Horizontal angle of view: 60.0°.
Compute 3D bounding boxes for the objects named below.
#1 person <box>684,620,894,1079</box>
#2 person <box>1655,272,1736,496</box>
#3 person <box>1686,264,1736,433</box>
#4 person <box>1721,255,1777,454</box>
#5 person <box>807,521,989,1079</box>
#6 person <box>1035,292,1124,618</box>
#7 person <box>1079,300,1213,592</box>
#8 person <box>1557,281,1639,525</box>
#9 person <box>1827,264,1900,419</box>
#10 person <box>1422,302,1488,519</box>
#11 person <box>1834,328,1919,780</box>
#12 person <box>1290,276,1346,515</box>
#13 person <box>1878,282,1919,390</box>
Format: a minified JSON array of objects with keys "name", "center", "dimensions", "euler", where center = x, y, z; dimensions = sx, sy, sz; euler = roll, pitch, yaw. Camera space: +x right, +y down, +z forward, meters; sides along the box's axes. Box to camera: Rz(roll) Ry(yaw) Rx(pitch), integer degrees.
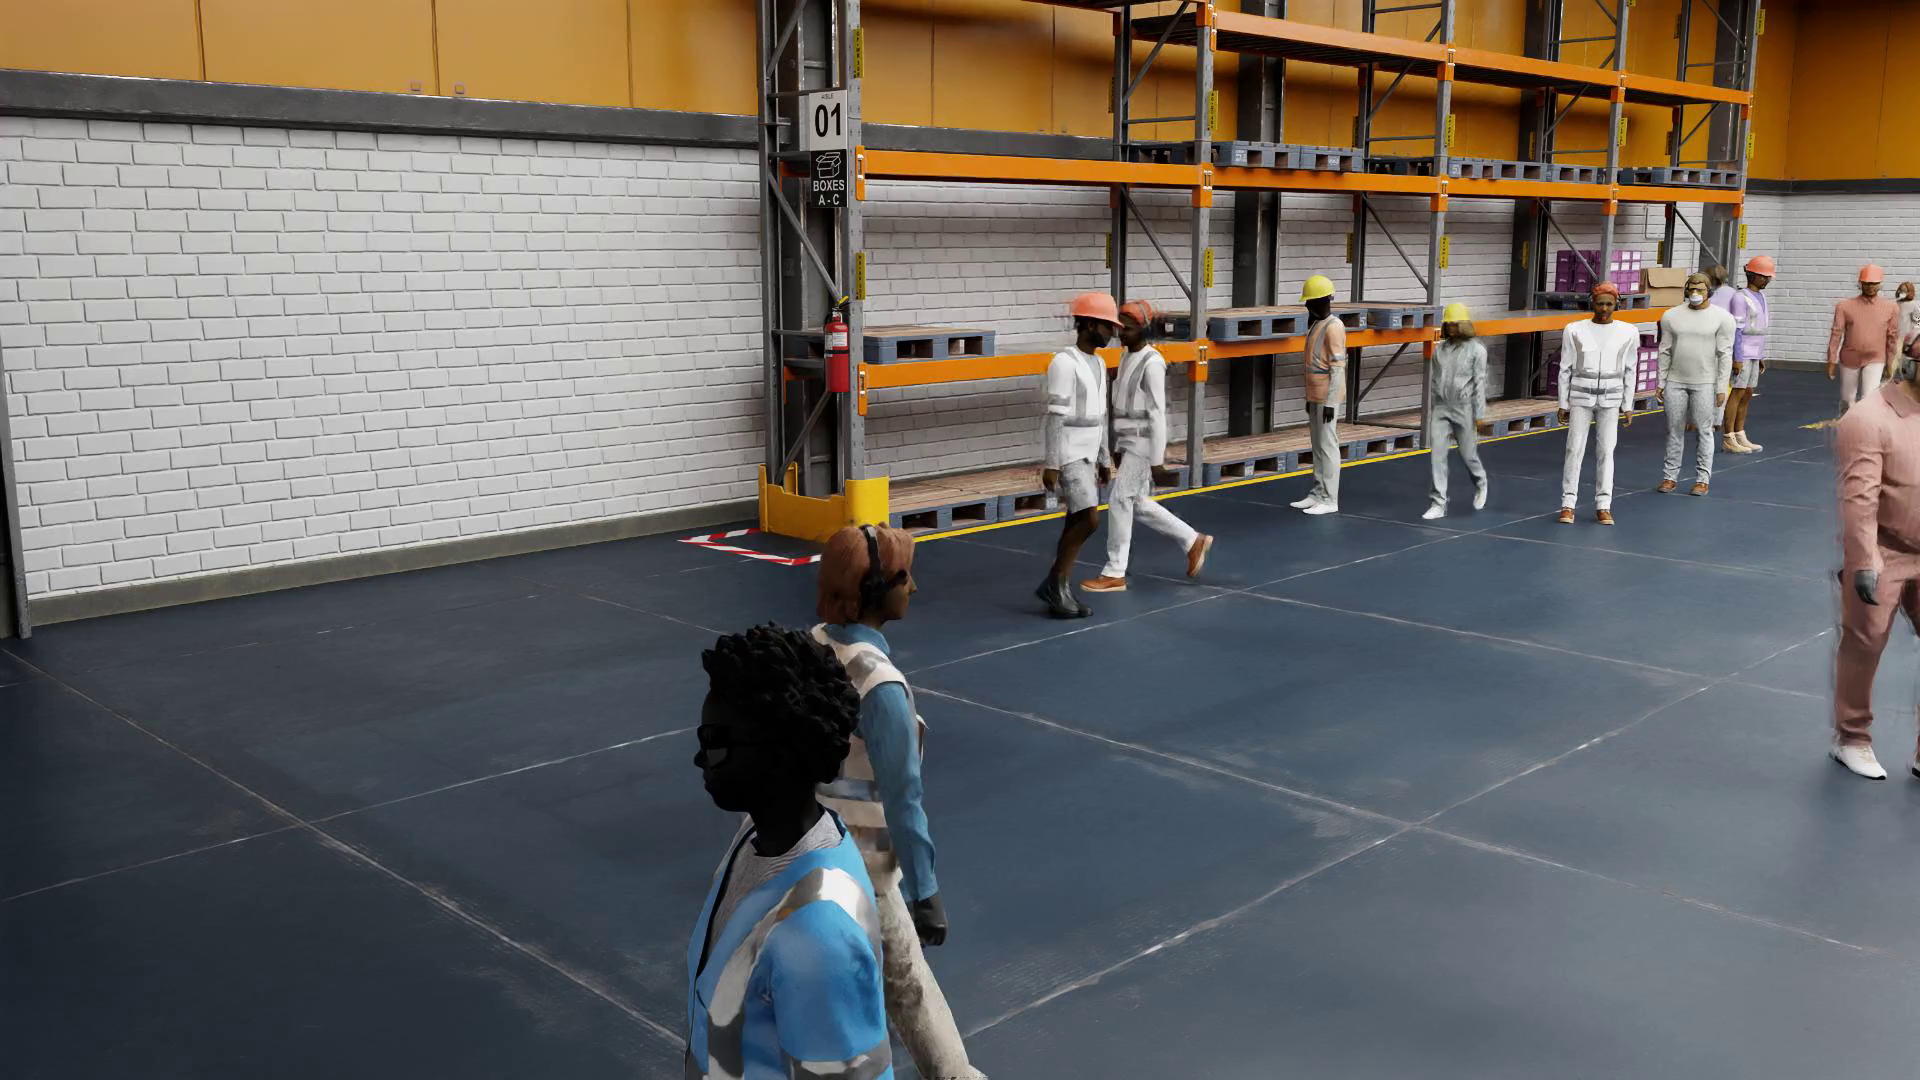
[{"name":"person","center":[-0.251,0.956,2.473],"dimensions":[0.318,1.697,0.535],"euler":[-3,11,-16]},{"name":"person","center":[6.348,-1.347,14.411],"dimensions":[0.623,1.932,0.368],"euler":[10,14,43]},{"name":"person","center":[8.602,-2.163,18.918],"dimensions":[0.661,1.911,0.400],"euler":[-8,13,-36]},{"name":"person","center":[8.143,-1.903,17.142],"dimensions":[0.605,2.035,0.385],"euler":[-10,14,-42]},{"name":"person","center":[-0.213,0.746,3.895],"dimensions":[0.883,1.582,0.532],"euler":[-3,11,-18]},{"name":"person","center":[0.704,-0.482,9.720],"dimensions":[0.440,1.912,0.586],"euler":[6,12,30]},{"name":"person","center":[1.194,-0.583,10.457],"dimensions":[0.822,1.848,0.579],"euler":[-2,11,-8]},{"name":"person","center":[4.944,-1.058,12.936],"dimensions":[0.574,1.886,0.356],"euler":[3,11,15]},{"name":"person","center":[9.357,-1.888,17.282],"dimensions":[0.636,1.964,0.977],"euler":[5,11,24]},{"name":"person","center":[3.989,-1.039,13.287],"dimensions":[0.493,1.716,0.732],"euler":[10,14,43]},{"name":"person","center":[3.852,0.089,6.687],"dimensions":[0.646,1.880,0.729],"euler":[-1,10,-5]},{"name":"person","center":[2.903,-1.160,13.409],"dimensions":[0.392,1.917,0.589],"euler":[0,10,-3]},{"name":"person","center":[13.061,-2.802,23.246],"dimensions":[0.828,1.593,0.543],"euler":[-2,11,-12]}]
